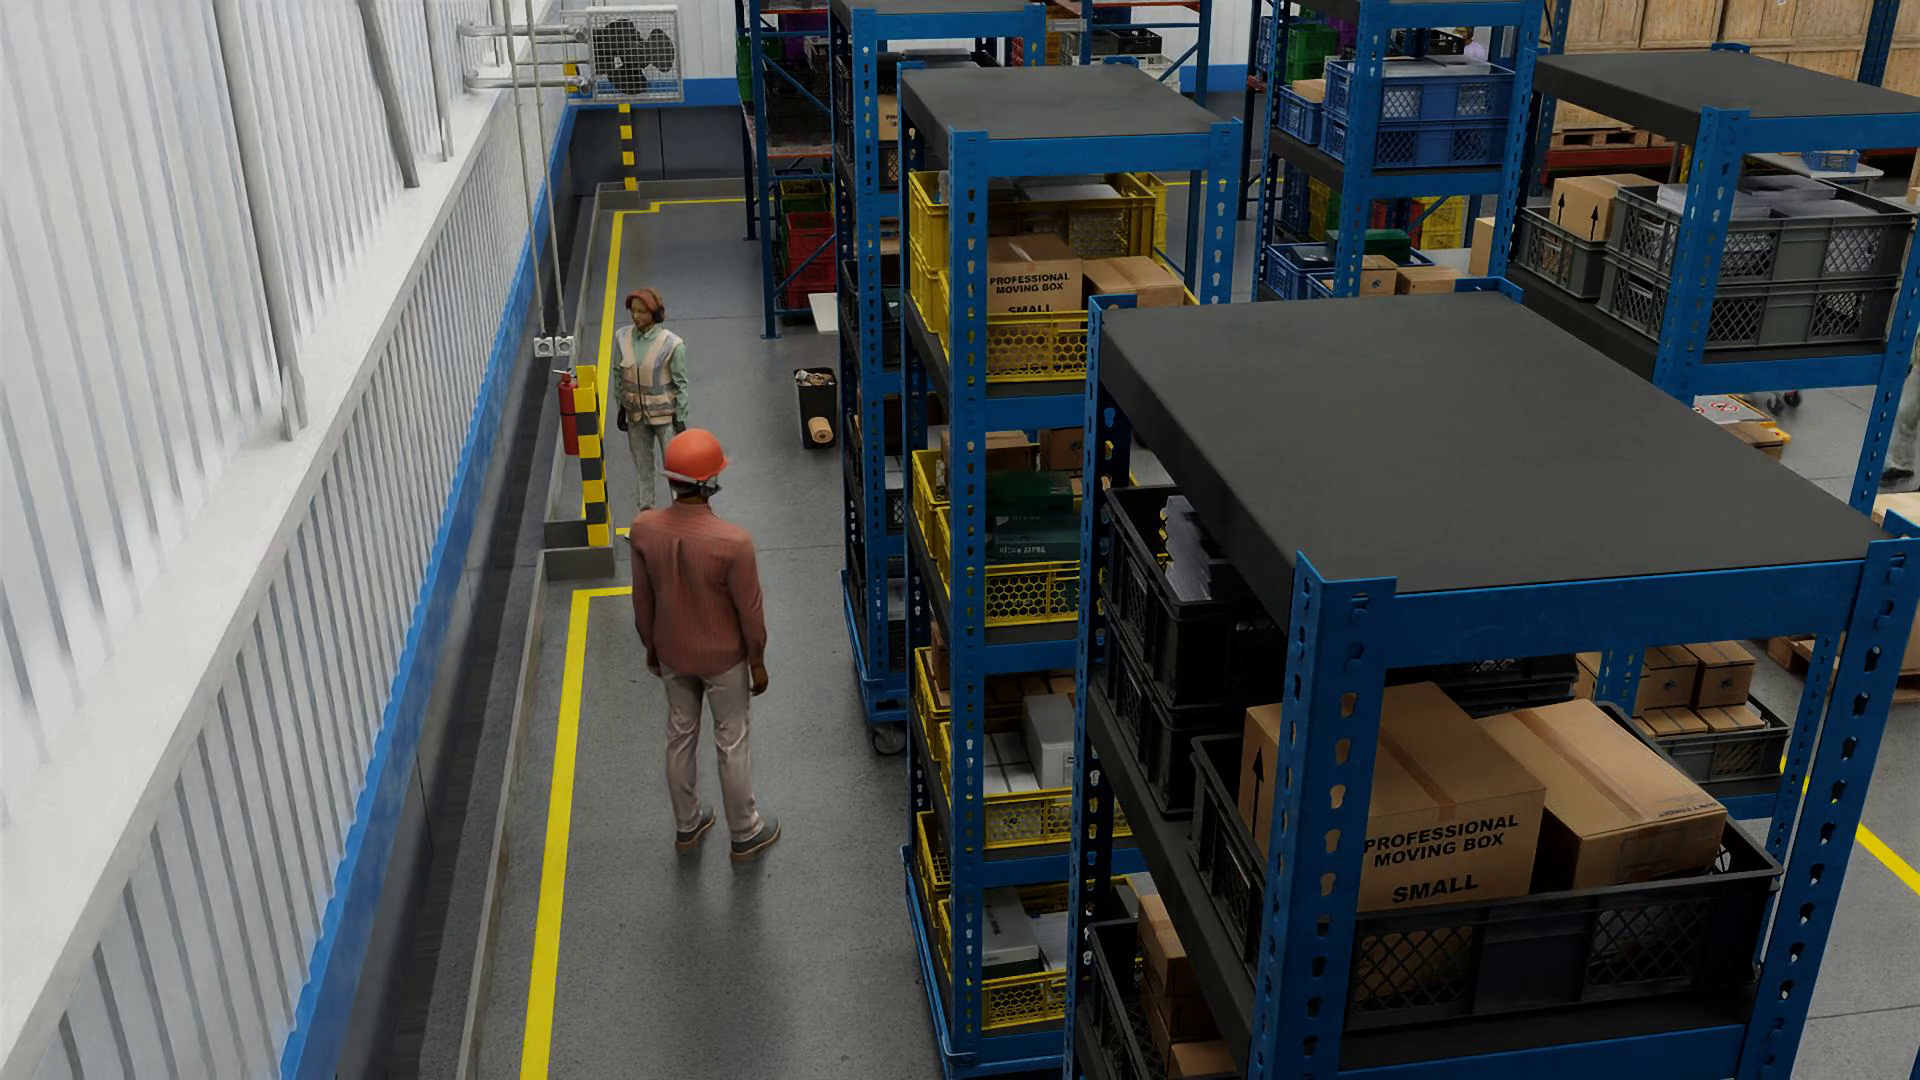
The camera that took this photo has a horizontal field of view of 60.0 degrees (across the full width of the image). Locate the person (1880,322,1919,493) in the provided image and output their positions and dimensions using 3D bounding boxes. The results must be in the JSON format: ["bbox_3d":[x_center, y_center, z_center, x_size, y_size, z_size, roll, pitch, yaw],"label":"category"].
[{"bbox_3d":[6.438,-1.144,10.924,0.417,1.815,0.623,-1,25,-1],"label":"person"}]

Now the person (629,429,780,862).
[{"bbox_3d":[-1.102,0.468,7.201,0.610,1.996,0.384,10,27,21],"label":"person"}]

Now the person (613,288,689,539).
[{"bbox_3d":[-1.899,-0.764,10.294,0.514,1.645,0.308,9,26,20],"label":"person"}]
